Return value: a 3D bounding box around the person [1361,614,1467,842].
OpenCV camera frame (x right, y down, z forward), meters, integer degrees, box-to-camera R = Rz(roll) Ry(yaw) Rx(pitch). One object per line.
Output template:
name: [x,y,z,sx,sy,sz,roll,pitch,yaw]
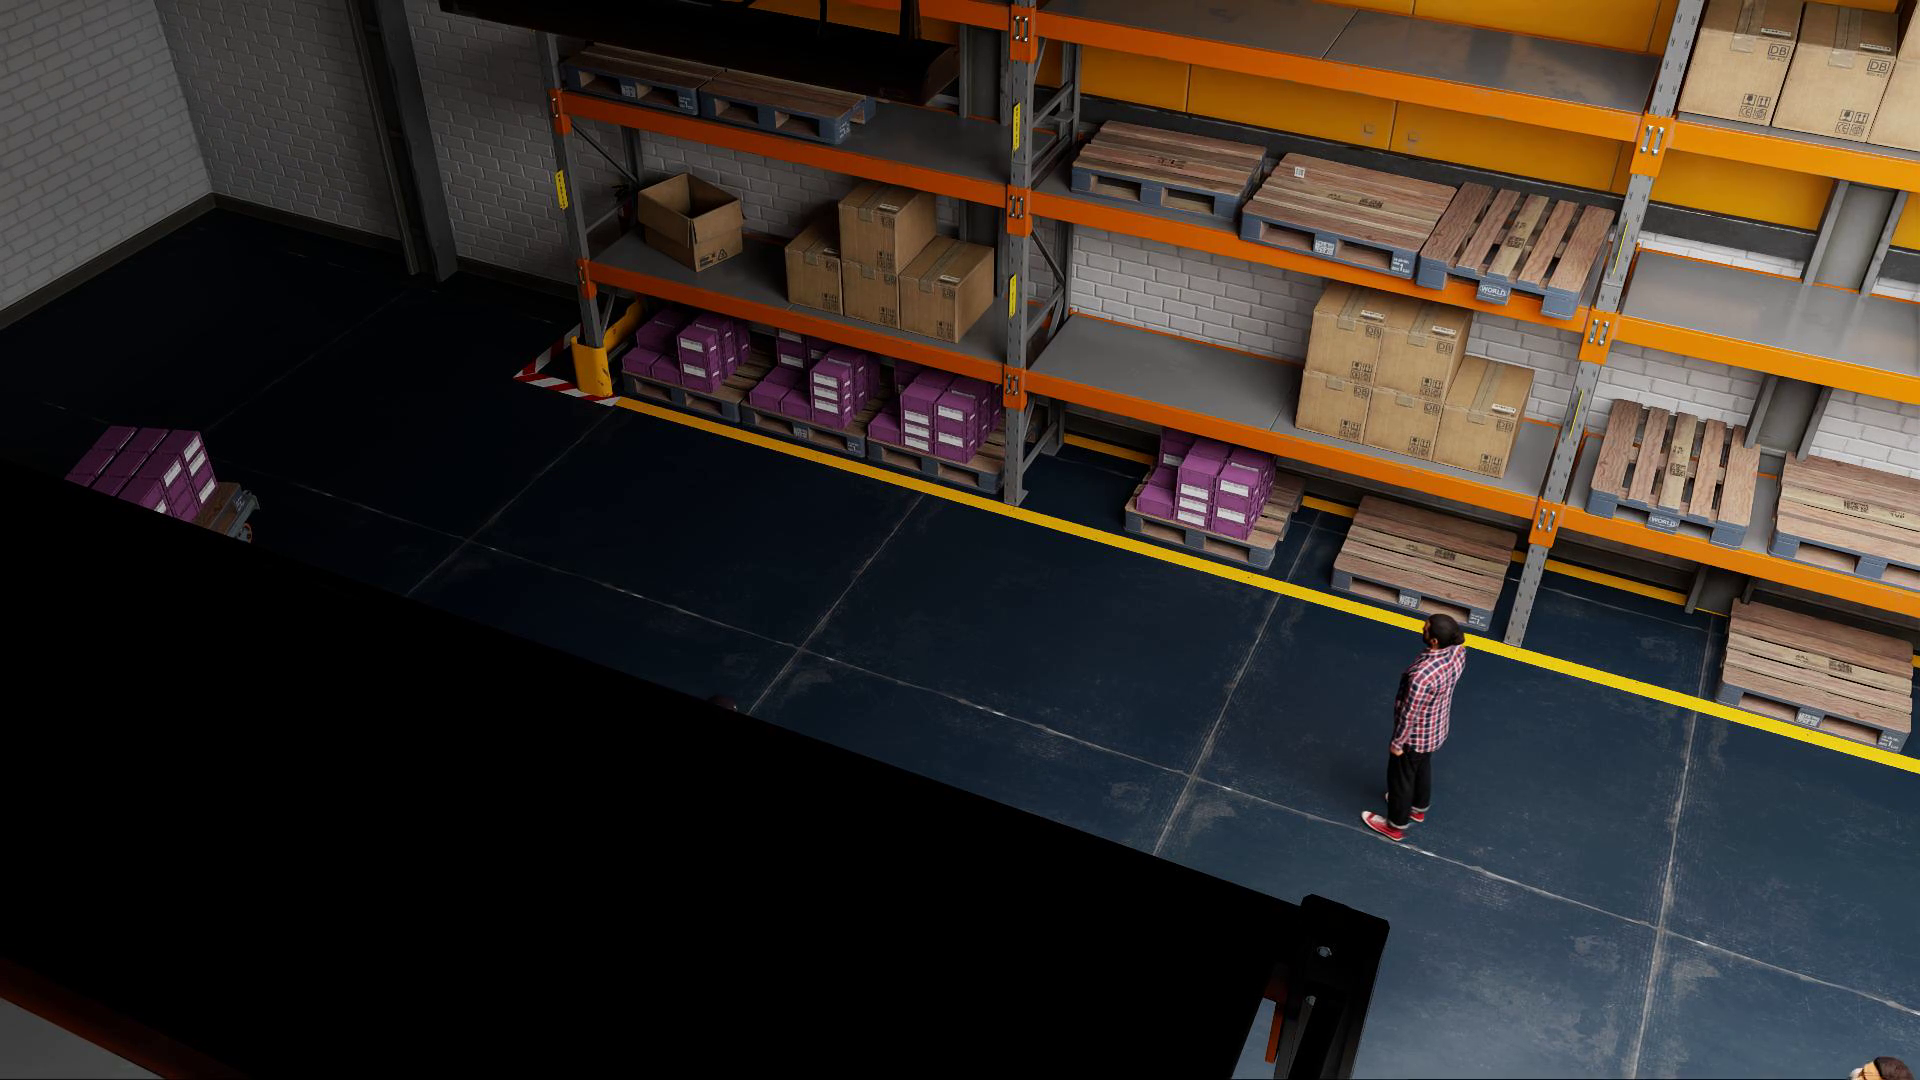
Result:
person: [2.843,1.149,10.276,0.687,1.759,0.736,27,46,30]
